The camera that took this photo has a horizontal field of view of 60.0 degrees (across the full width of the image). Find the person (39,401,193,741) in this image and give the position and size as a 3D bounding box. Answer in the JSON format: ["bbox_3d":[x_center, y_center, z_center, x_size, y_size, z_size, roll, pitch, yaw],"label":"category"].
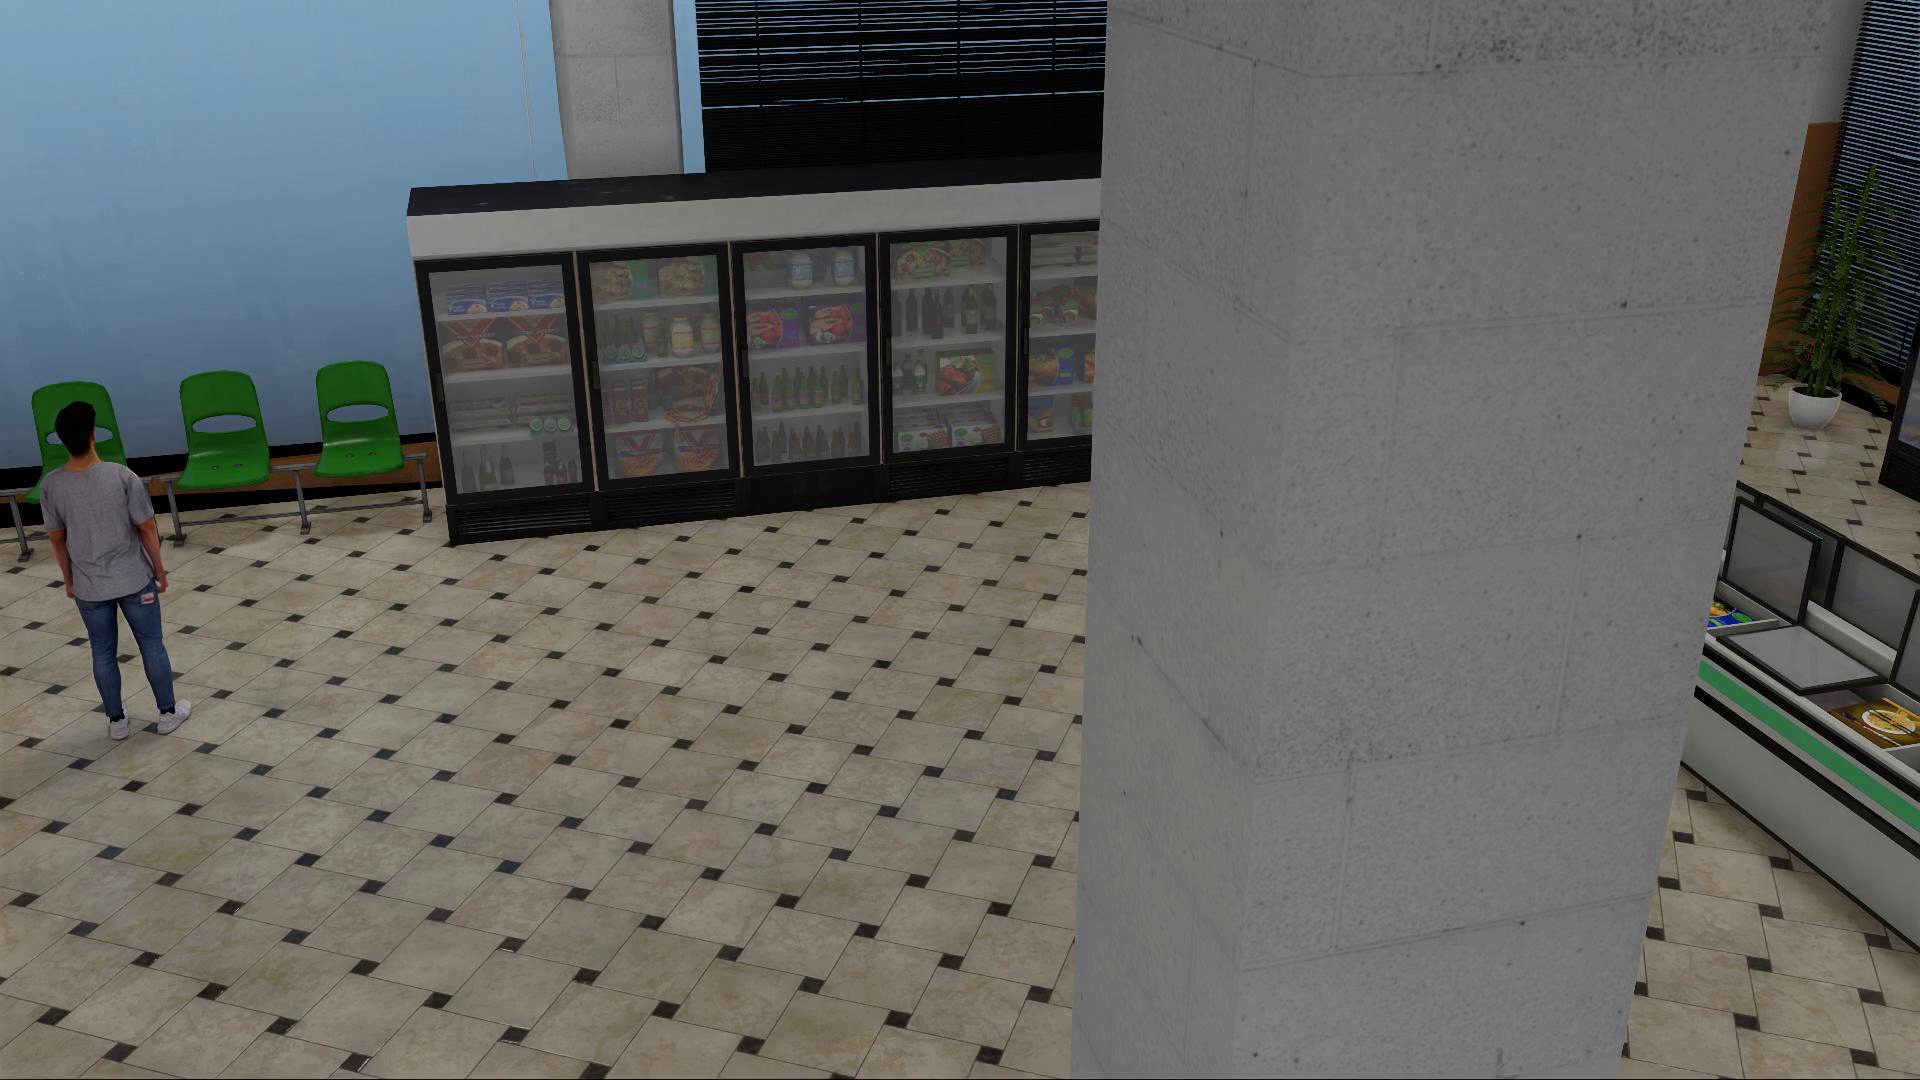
[{"bbox_3d":[-4.522,0.173,8.852,0.668,1.889,0.540,-6,24,-14],"label":"person"}]
